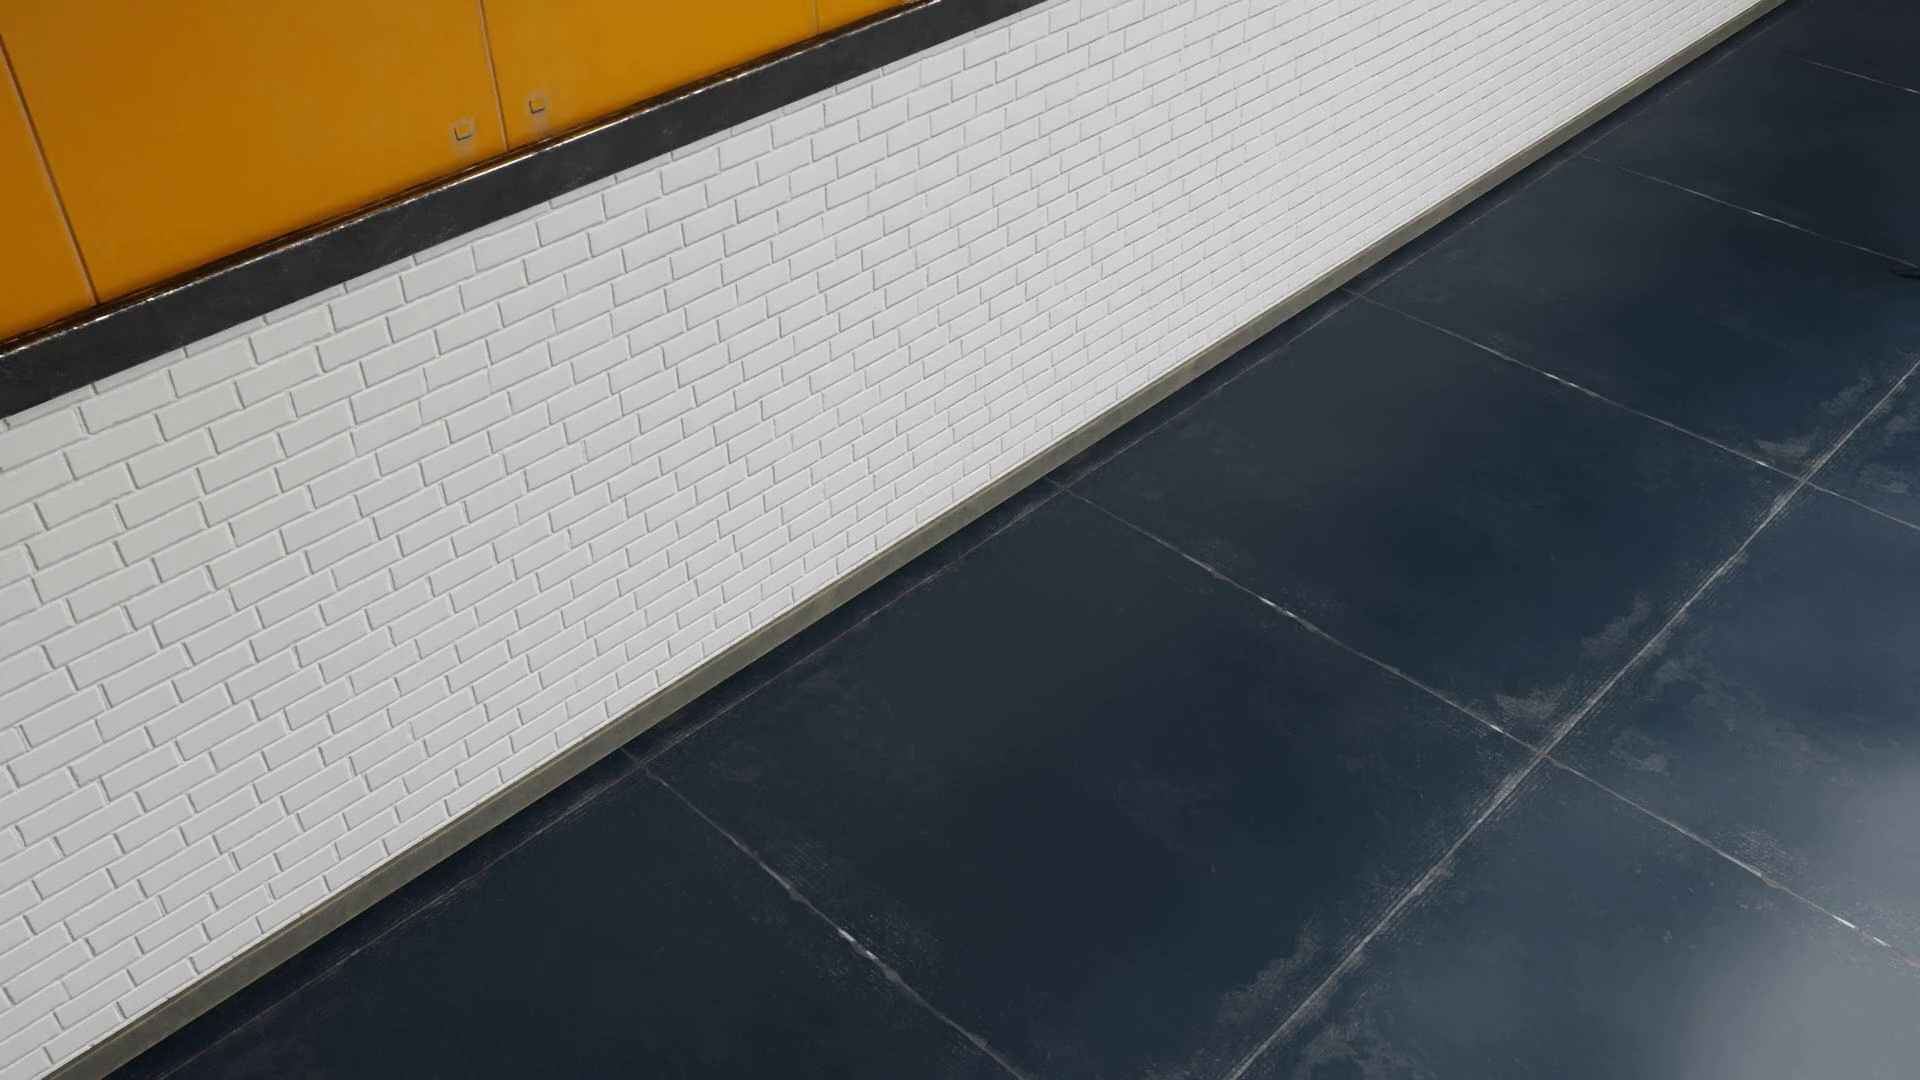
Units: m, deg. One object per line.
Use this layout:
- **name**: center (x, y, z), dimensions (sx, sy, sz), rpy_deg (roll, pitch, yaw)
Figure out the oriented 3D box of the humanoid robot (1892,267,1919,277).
- **humanoid robot**: center (6.598, -2.386, 10.772), dimensions (0.504, 1.641, 0.613), rpy_deg (16, 41, 19)
